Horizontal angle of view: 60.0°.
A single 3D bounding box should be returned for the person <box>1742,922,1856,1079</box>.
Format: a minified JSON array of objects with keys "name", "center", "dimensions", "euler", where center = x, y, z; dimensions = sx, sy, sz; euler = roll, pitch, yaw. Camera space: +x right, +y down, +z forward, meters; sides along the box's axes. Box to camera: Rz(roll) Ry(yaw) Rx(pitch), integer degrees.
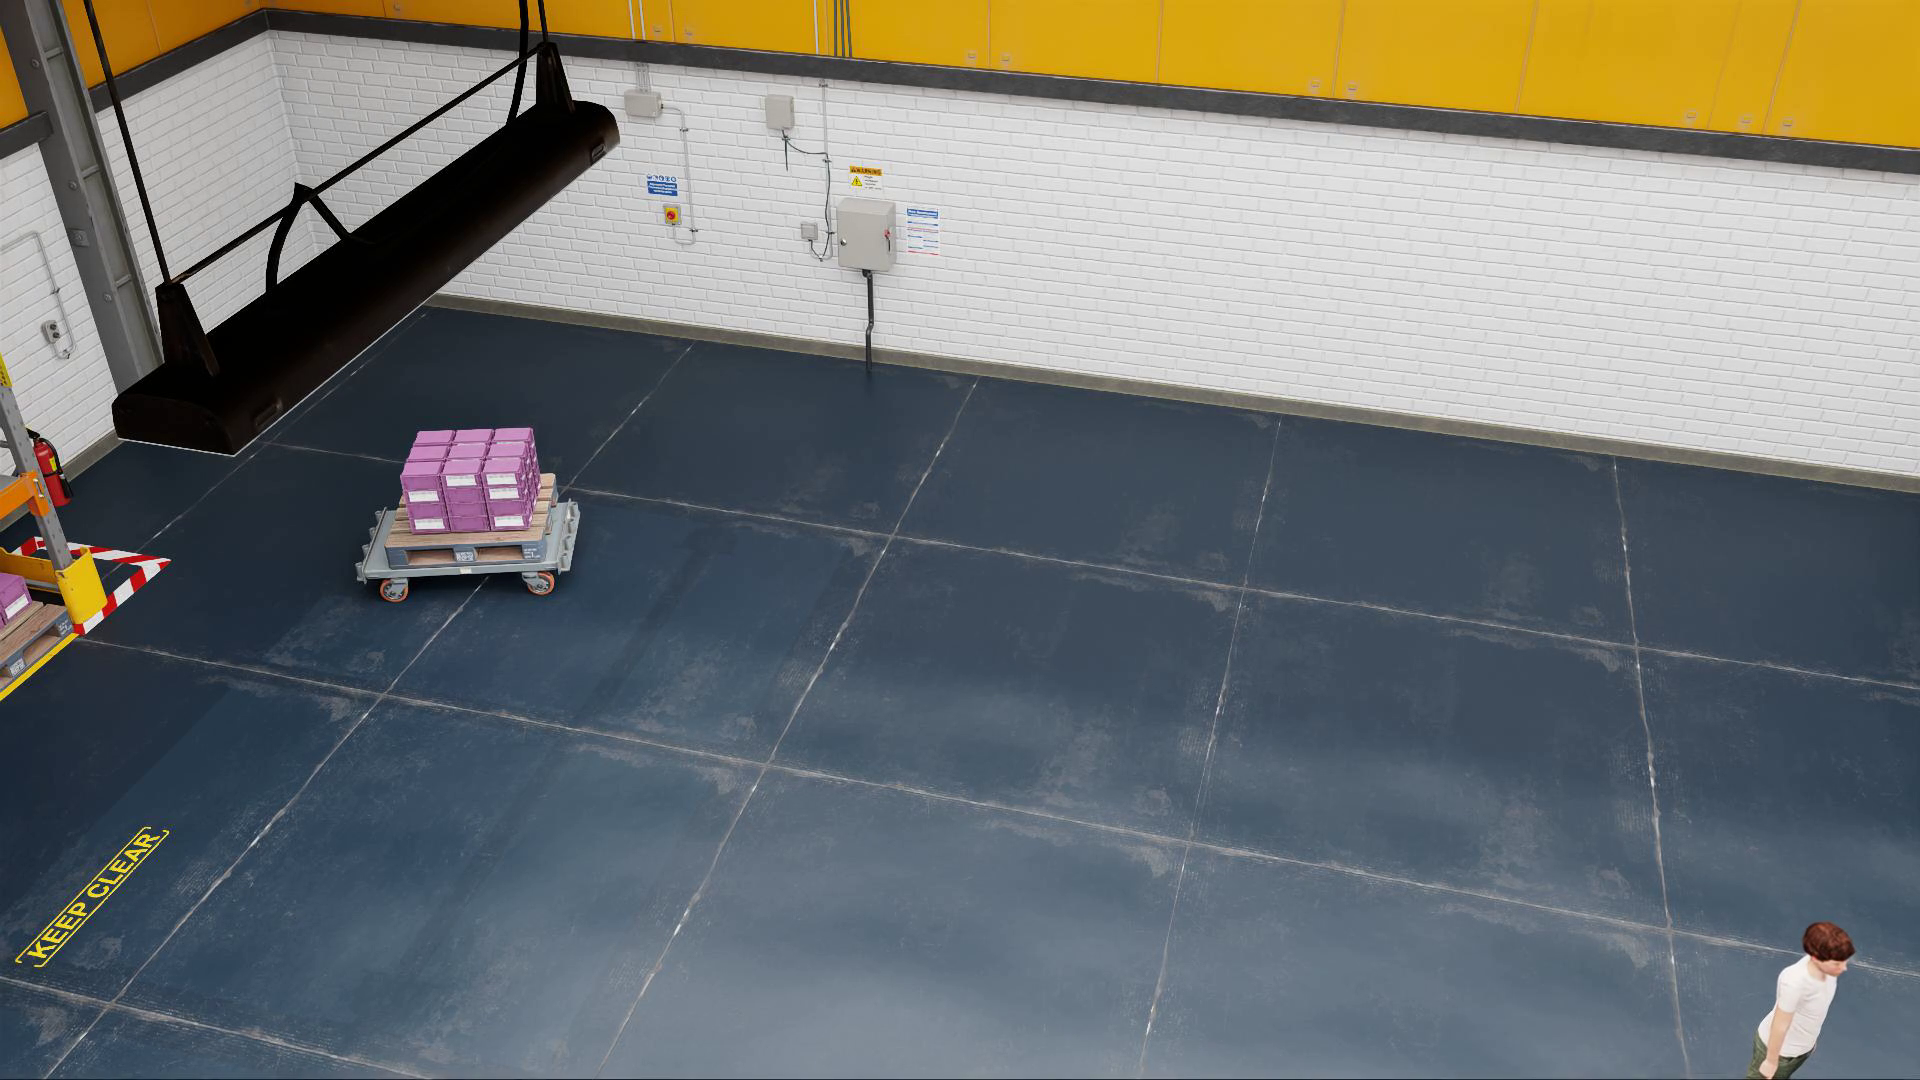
[{"name":"person","center":[4.248,2.585,8.572],"dimensions":[0.654,1.654,0.726],"euler":[-21,39,-28]}]
